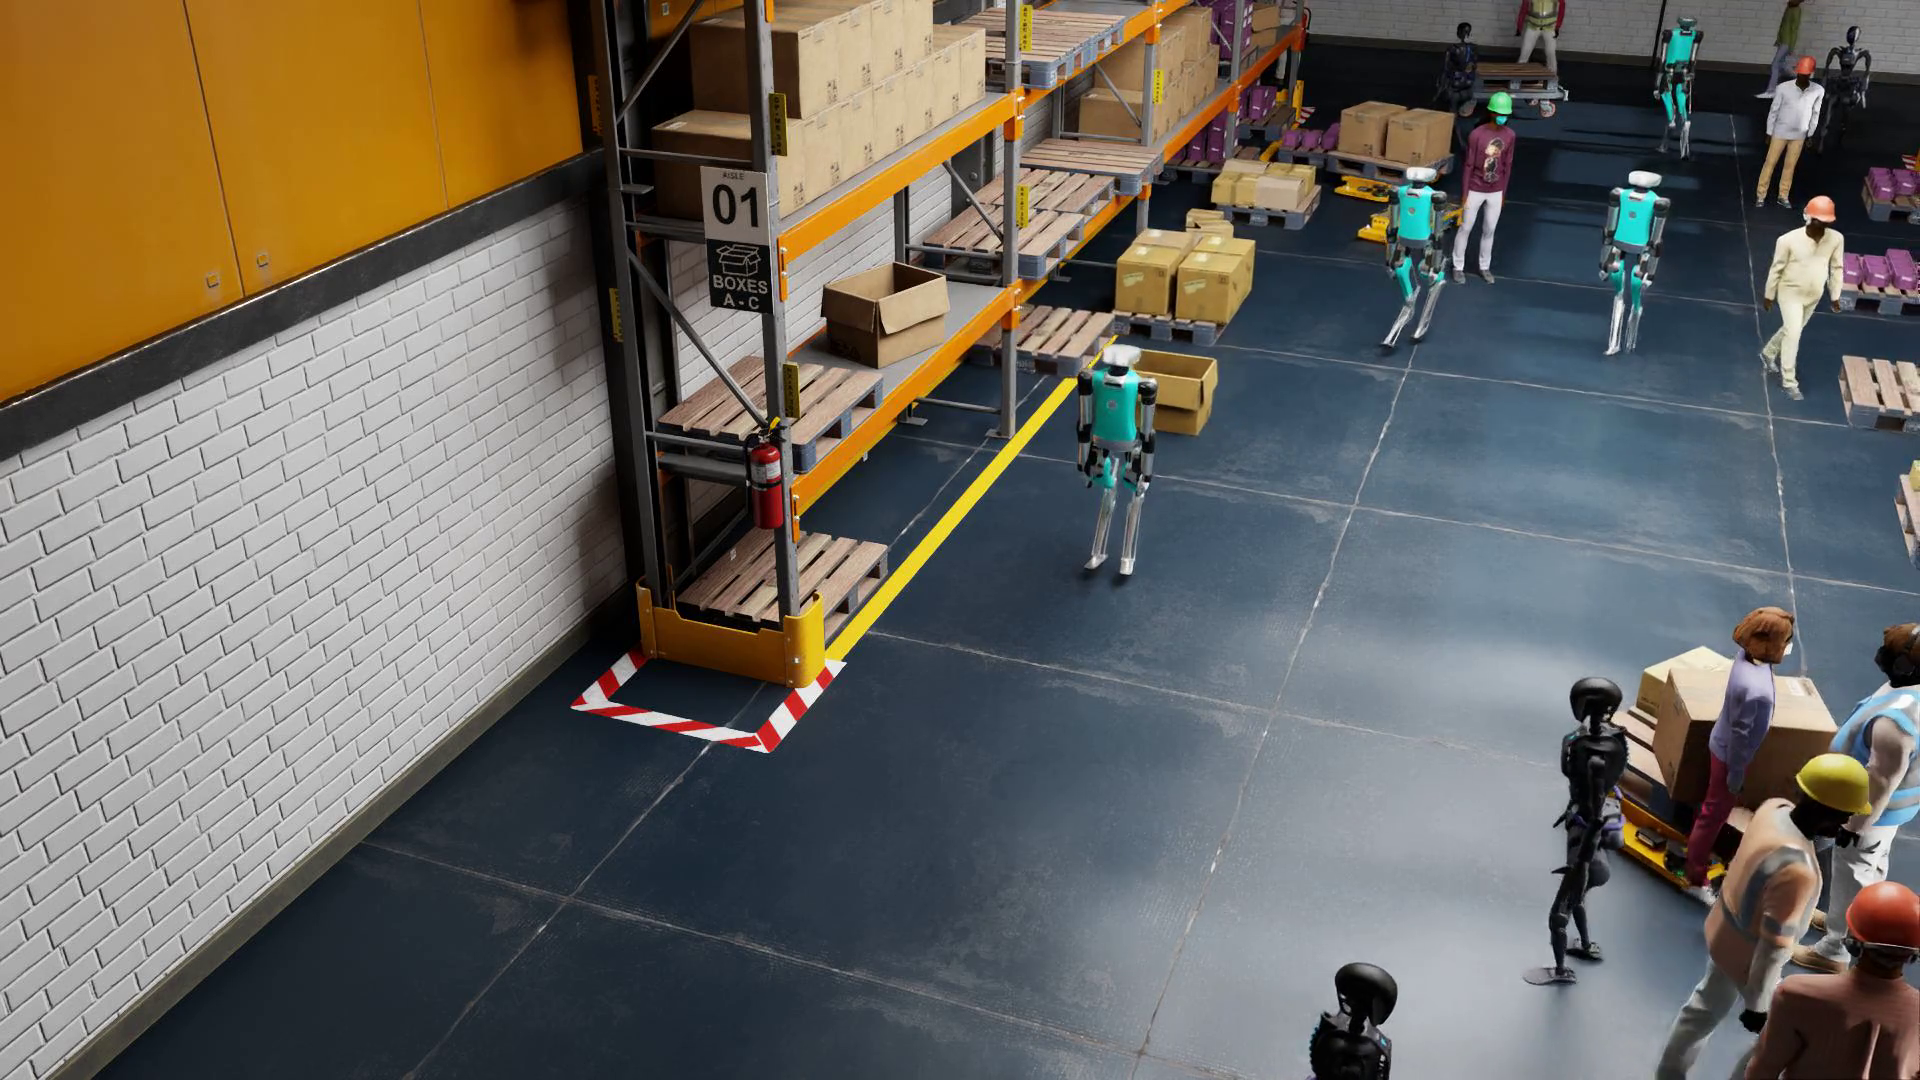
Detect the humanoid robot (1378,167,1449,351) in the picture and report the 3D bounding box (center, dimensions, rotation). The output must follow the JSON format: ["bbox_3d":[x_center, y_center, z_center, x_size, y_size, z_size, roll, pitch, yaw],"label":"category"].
[{"bbox_3d":[4.155,-2.553,15.095,0.556,1.741,1.030,19,33,32],"label":"humanoid robot"}]

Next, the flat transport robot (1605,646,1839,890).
[{"bbox_3d":[4.130,1.425,8.987,1.431,0.231,0.659,-15,31,-27],"label":"flat transport robot"}]

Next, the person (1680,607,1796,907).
[{"bbox_3d":[3.840,1.052,8.219,0.288,1.633,0.499,13,30,24],"label":"person"}]

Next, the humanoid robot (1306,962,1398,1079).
[{"bbox_3d":[1.376,2.190,6.020,0.797,1.619,0.599,7,28,14],"label":"humanoid robot"}]

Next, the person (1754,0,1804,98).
[{"bbox_3d":[12.215,-7.308,24.454,0.645,1.609,0.506,6,28,12],"label":"person"}]

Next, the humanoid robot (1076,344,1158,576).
[{"bbox_3d":[1.092,-0.590,11.147,0.533,1.677,0.735,10,29,18],"label":"humanoid robot"}]

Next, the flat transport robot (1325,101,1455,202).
[{"bbox_3d":[5.215,-4.390,20.266,0.659,0.231,1.431,21,34,35],"label":"flat transport robot"}]

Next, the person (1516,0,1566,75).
[{"bbox_3d":[8.743,-7.707,25.025,0.695,1.822,0.459,11,29,20],"label":"person"}]

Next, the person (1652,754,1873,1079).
[{"bbox_3d":[3.261,1.670,6.740,0.629,1.890,0.656,6,28,12],"label":"person"}]

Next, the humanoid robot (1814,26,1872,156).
[{"bbox_3d":[11.456,-5.809,21.544,0.601,1.635,0.796,19,33,32],"label":"humanoid robot"}]

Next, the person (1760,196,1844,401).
[{"bbox_3d":[7.247,-2.154,14.355,0.571,1.712,0.886,-3,27,-6],"label":"person"}]

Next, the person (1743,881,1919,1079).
[{"bbox_3d":[3.092,2.052,5.906,0.613,1.986,0.400,10,29,18],"label":"person"}]

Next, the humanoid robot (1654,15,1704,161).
[{"bbox_3d":[9.277,-5.730,21.354,0.547,1.860,0.848,-3,27,-5],"label":"humanoid robot"}]

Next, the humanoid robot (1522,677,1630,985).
[{"bbox_3d":[2.890,1.347,7.619,0.421,1.641,0.609,7,28,12],"label":"humanoid robot"}]

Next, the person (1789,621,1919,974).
[{"bbox_3d":[4.218,1.198,7.714,0.429,1.840,0.631,22,35,37],"label":"person"}]

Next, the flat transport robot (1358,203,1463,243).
[{"bbox_3d":[5.120,-3.584,18.703,0.659,0.231,1.431,21,34,35],"label":"flat transport robot"}]

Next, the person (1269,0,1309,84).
[{"bbox_3d":[5.012,-7.947,25.345,0.634,1.937,0.353,-12,29,-21],"label":"person"}]

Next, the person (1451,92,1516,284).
[{"bbox_3d":[5.298,-3.558,16.830,0.521,1.944,0.433,-2,27,-3],"label":"person"}]

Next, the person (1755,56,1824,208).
[{"bbox_3d":[9.655,-4.737,19.321,0.563,1.748,0.336,4,28,8],"label":"person"}]

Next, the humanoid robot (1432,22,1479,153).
[{"bbox_3d":[6.532,-5.907,21.746,0.595,1.650,0.770,-11,29,-21],"label":"humanoid robot"}]

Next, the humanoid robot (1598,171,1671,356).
[{"bbox_3d":[6.079,-2.417,14.973,0.542,1.907,0.712,24,35,38],"label":"humanoid robot"}]
